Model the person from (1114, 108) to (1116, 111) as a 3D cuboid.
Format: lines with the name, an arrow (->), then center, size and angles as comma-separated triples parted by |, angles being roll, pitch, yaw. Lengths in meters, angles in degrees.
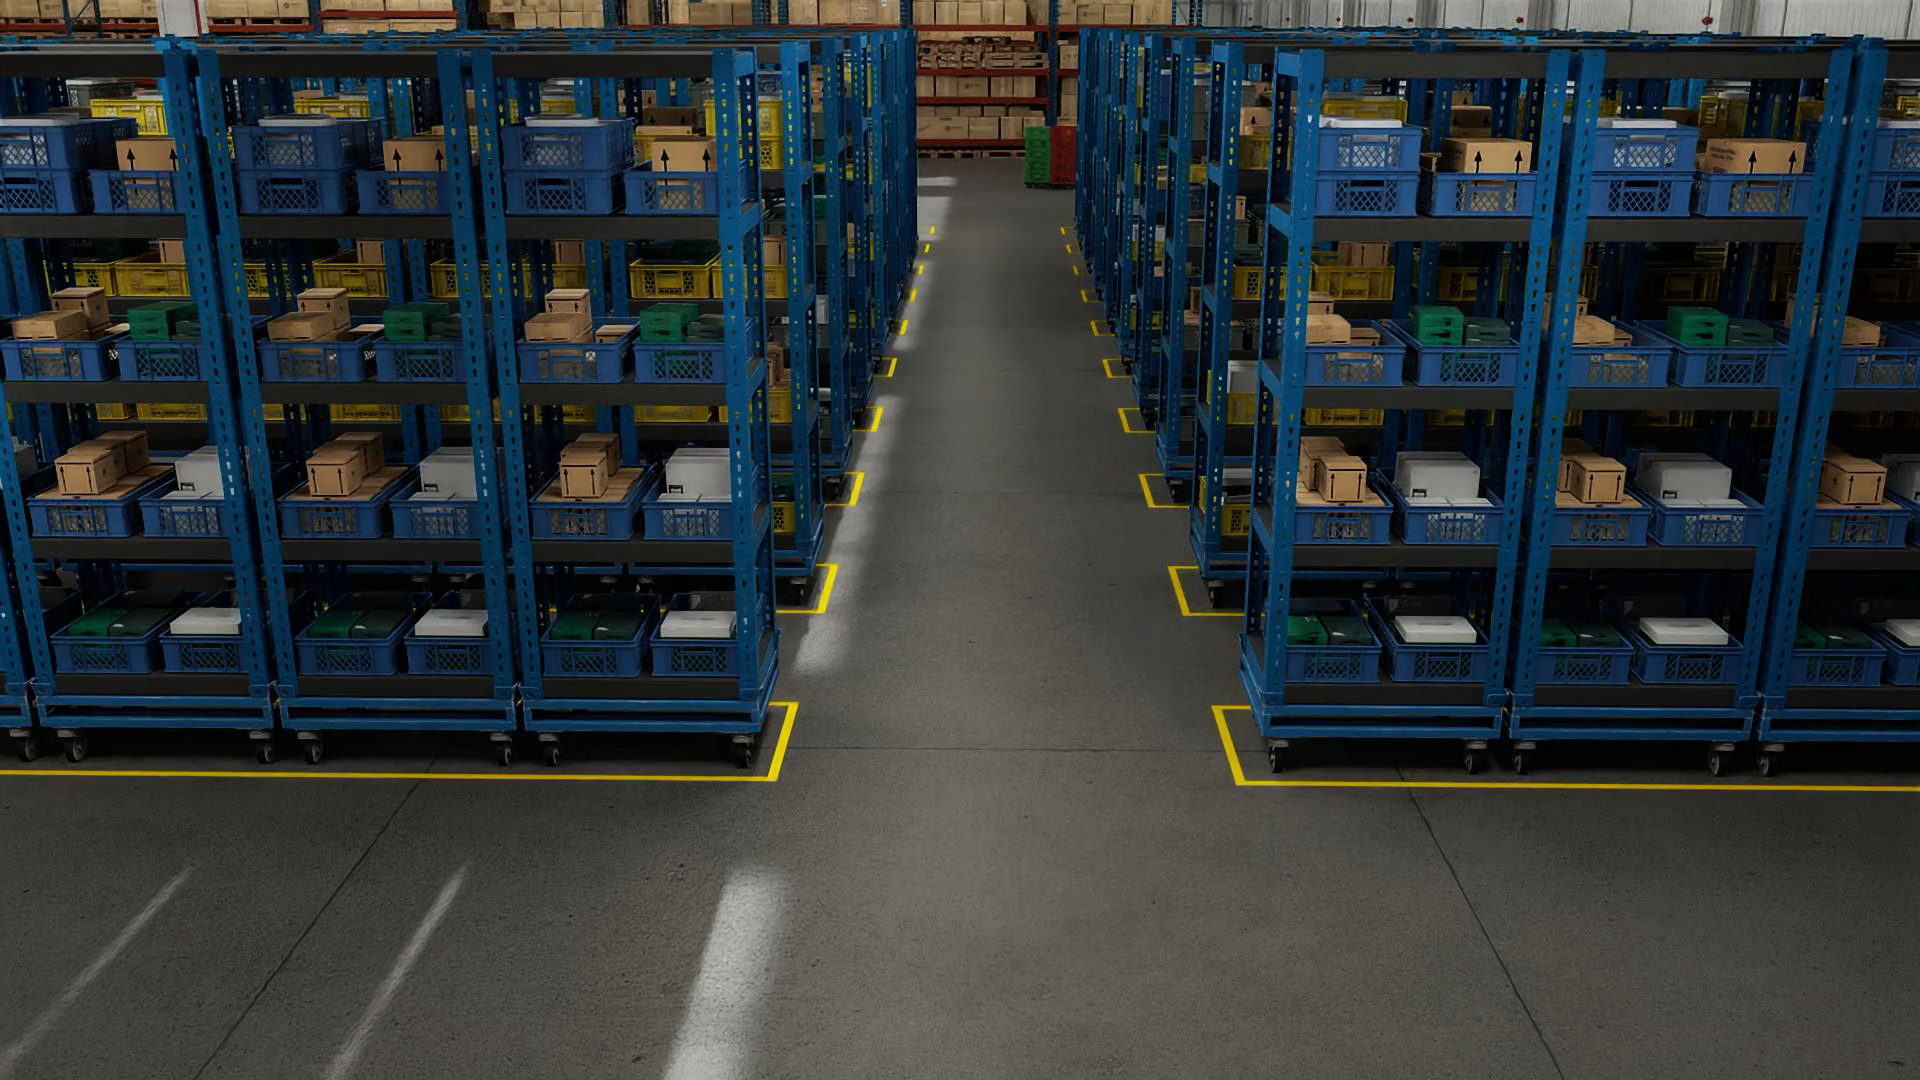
person -> 4.138, -11.135, 44.958 | 0.324, 1.767, 0.533 | 1, 17, 3

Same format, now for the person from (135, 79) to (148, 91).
person -> -26.688, -14.080, 54.250 | 0.631, 1.826, 0.604 | 2, 17, 5
